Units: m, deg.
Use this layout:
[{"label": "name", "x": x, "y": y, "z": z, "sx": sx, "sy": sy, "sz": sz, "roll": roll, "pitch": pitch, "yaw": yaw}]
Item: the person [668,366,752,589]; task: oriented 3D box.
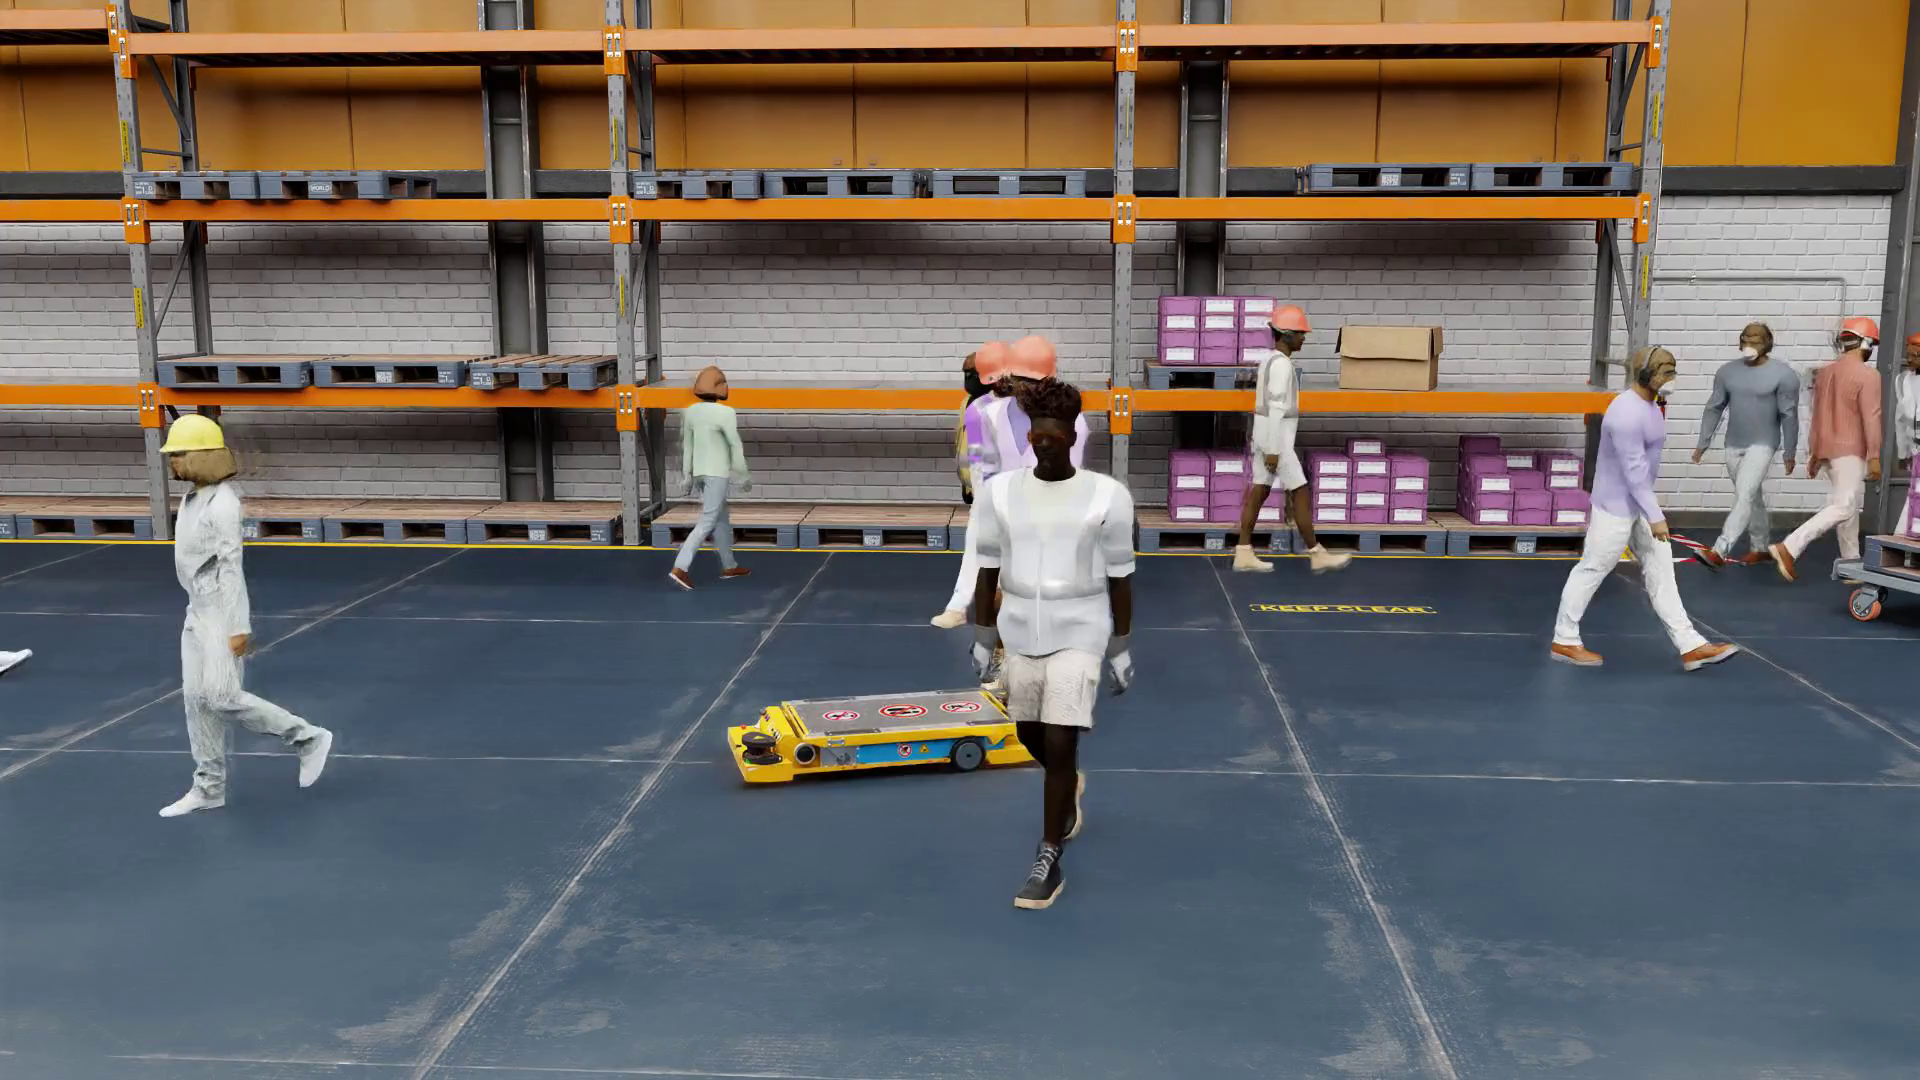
[{"label": "person", "x": -1.831, "y": -0.461, "z": 12.029, "sx": 0.500, "sy": 1.595, "sz": 0.828, "roll": 9, "pitch": 13, "yaw": 42}]

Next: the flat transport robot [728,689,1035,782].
[{"label": "flat transport robot", "x": -0.348, "y": 0.910, "z": 7.886, "sx": 1.431, "sy": 0.197, "sz": 0.652, "roll": -3, "pitch": 10, "yaw": -15}]

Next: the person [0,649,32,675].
[{"label": "person", "x": -5.735, "y": -0.110, "z": 9.186, "sx": 0.978, "sy": 1.864, "sz": 0.631, "roll": 2, "pitch": 10, "yaw": 11}]

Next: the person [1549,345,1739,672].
[{"label": "person", "x": 3.870, "y": -0.158, "z": 9.417, "sx": 1.049, "sy": 1.876, "sz": 0.632, "roll": 8, "pitch": 13, "yaw": 40}]

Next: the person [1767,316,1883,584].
[{"label": "person", "x": 6.296, "y": -0.628, "z": 11.998, "sx": 0.866, "sy": 1.949, "sz": 0.658, "roll": -1, "pitch": 10, "yaw": -4}]

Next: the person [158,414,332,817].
[{"label": "person", "x": -3.119, "y": 0.314, "z": 7.131, "sx": 0.620, "sy": 1.729, "sz": 0.489, "roll": -8, "pitch": 12, "yaw": -39}]

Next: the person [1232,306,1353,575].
[{"label": "person", "x": 2.504, "y": -0.733, "z": 12.426, "sx": 0.970, "sy": 2.000, "sz": 0.645, "roll": 0, "pitch": 10, "yaw": 0}]

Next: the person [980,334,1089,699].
[{"label": "person", "x": 0.355, "y": -0.054, "z": 8.483, "sx": 0.642, "sy": 1.990, "sz": 0.643, "roll": 4, "pitch": 11, "yaw": 24}]

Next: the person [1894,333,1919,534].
[{"label": "person", "x": 7.339, "y": -0.678, "z": 12.704, "sx": 1.047, "sy": 1.802, "sz": 0.589, "roll": -2, "pitch": 10, "yaw": -13}]

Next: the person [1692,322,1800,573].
[{"label": "person", "x": 5.888, "y": -0.689, "z": 12.521, "sx": 1.050, "sy": 1.874, "sz": 0.655, "roll": -5, "pitch": 11, "yaw": -29}]

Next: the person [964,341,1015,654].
[{"label": "person", "x": 0.349, "y": -0.249, "z": 9.980, "sx": 0.695, "sy": 1.889, "sz": 0.378, "roll": -6, "pitch": 12, "yaw": -32}]

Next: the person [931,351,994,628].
[{"label": "person", "x": 0.195, "y": -0.351, "z": 10.898, "sx": 0.915, "sy": 1.784, "sz": 0.680, "roll": -3, "pitch": 10, "yaw": -19}]

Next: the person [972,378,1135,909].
[{"label": "person", "x": 0.373, "y": 0.341, "z": 6.356, "sx": 0.612, "sy": 1.943, "sz": 0.892, "roll": 4, "pitch": 10, "yaw": 21}]
